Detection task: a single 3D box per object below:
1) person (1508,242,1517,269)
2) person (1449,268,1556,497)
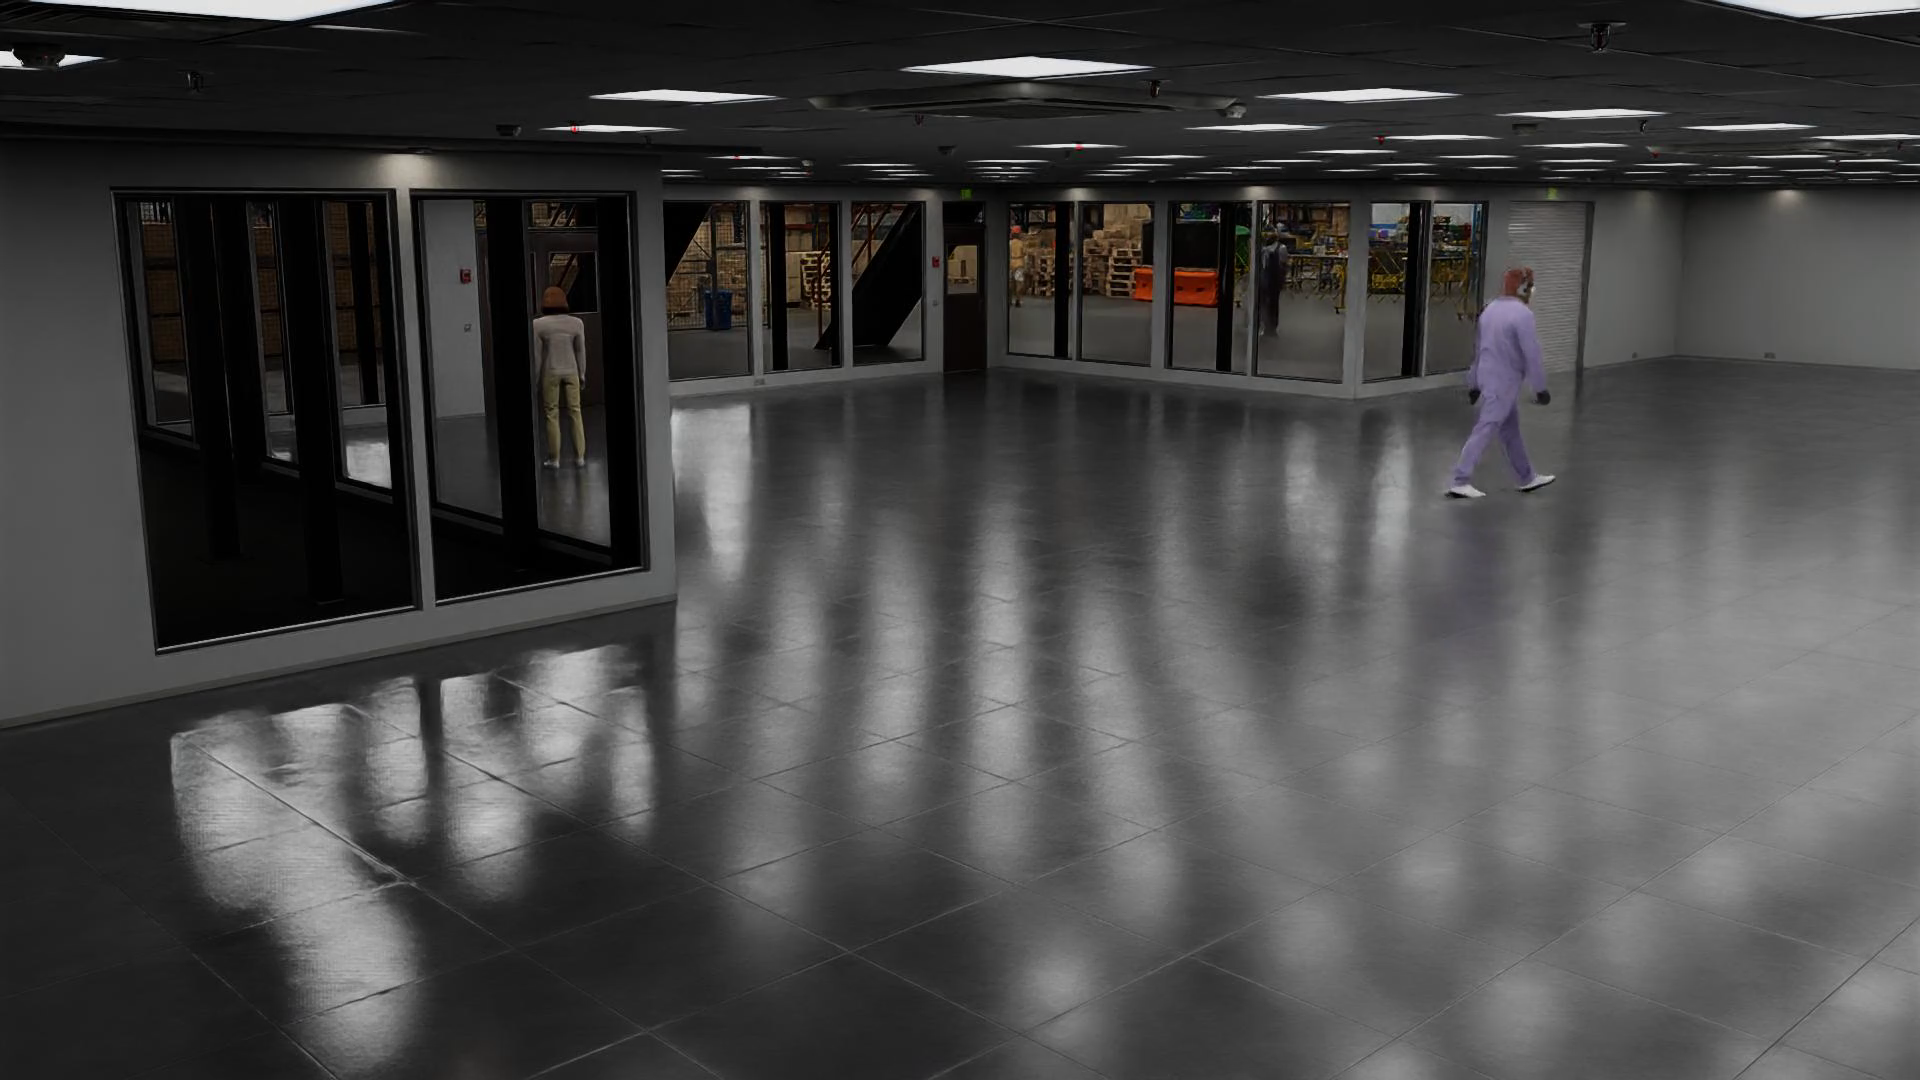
[{"bbox_3d":[12.180,-5.895,36.899,0.369,1.754,0.553,8,14,33],"label":"person"},{"bbox_3d":[4.421,-1.262,13.445,1.006,1.846,0.643,-1,11,-7],"label":"person"}]
